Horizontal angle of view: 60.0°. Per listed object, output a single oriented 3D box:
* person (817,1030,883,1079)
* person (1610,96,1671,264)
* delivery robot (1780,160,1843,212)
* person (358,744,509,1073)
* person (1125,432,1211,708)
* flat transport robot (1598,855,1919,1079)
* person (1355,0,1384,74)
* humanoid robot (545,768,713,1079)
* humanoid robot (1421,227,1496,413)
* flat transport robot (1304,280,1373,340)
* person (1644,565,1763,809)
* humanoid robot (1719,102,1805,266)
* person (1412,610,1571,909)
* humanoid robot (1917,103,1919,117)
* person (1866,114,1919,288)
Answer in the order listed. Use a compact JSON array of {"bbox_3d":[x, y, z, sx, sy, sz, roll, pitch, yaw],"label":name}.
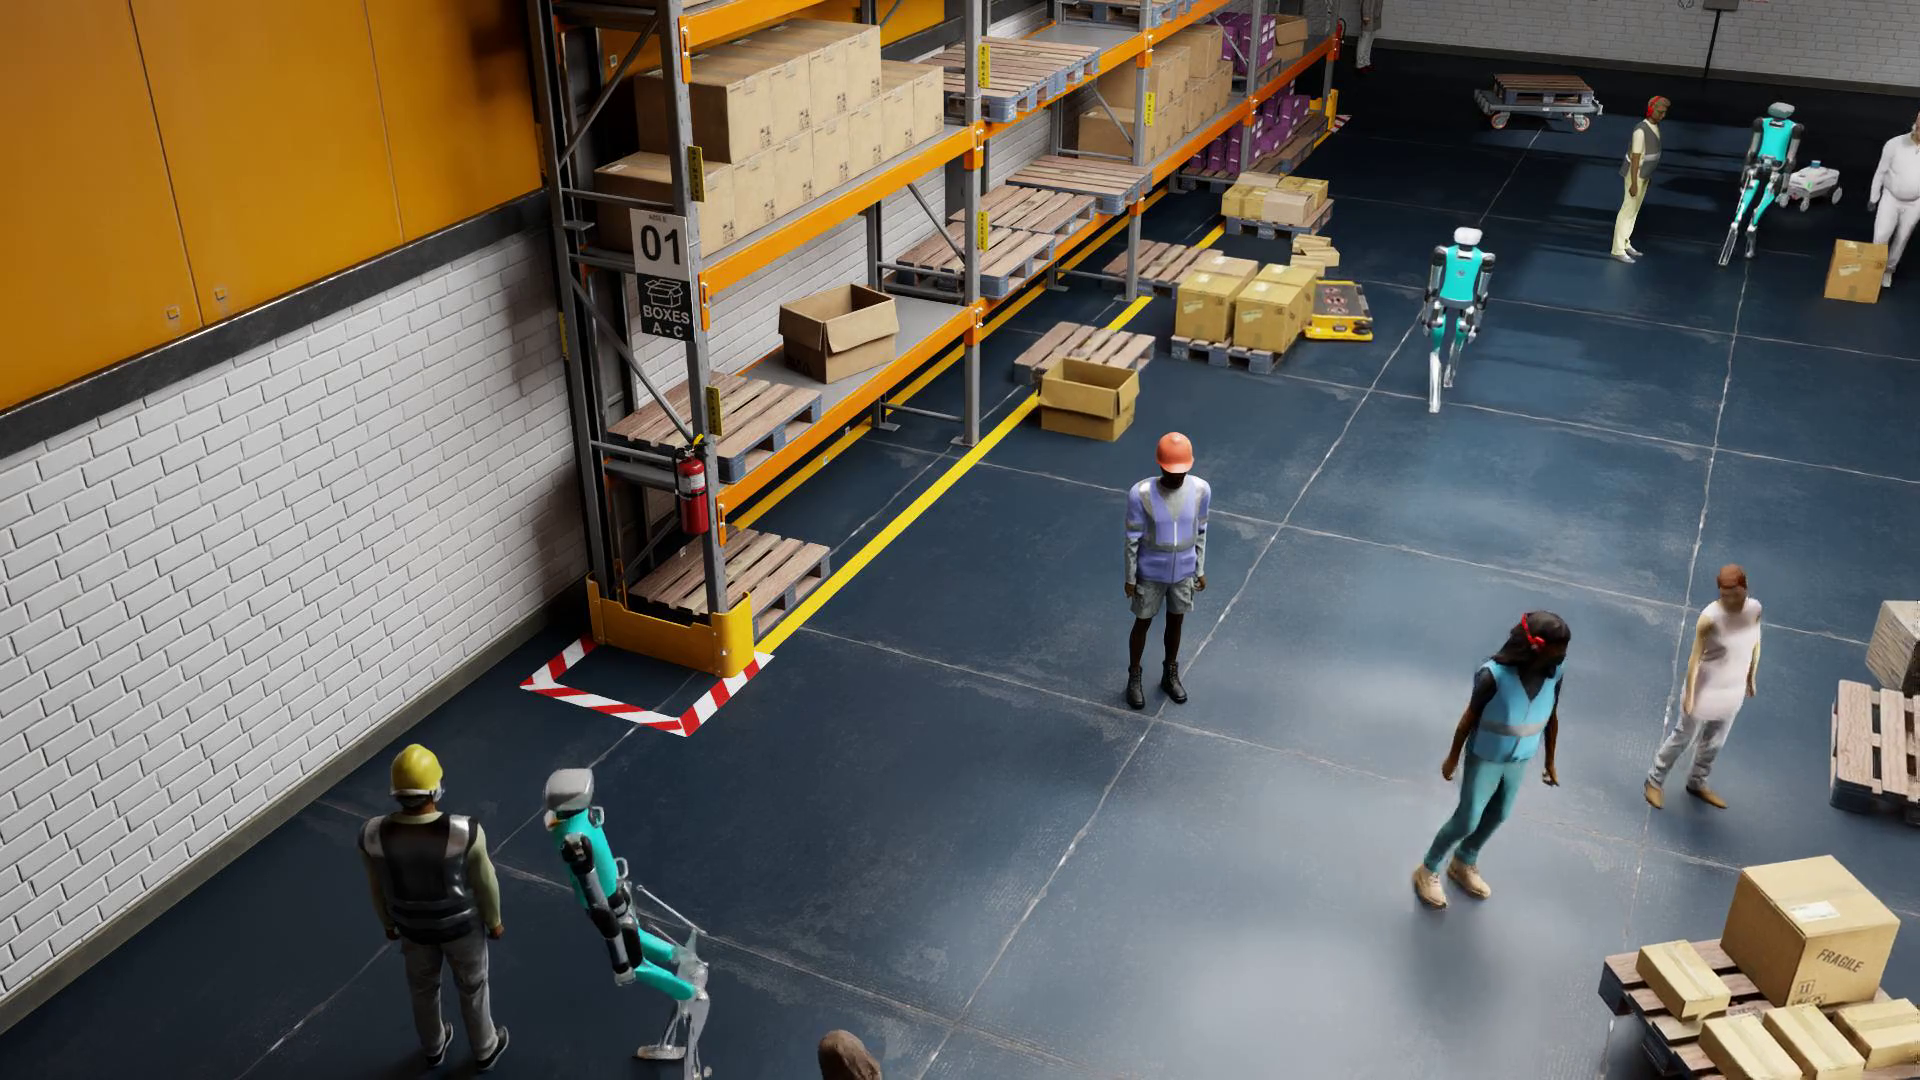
[{"bbox_3d":[-0.320,2.613,6.438,0.648,1.631,0.398,11,30,20],"label":"person"},{"bbox_3d":[7.565,-4.033,18.555,0.388,1.837,0.563,19,34,31],"label":"person"},{"bbox_3d":[10.531,-4.390,20.574,0.805,0.602,0.499,-19,34,-31],"label":"delivery robot"},{"bbox_3d":[-2.450,1.760,7.833,0.593,1.821,0.403,0,28,0],"label":"person"},{"bbox_3d":[1.320,0.195,10.611,0.550,1.934,0.373,-6,29,-11],"label":"person"},{"bbox_3d":[3.893,2.568,7.966,0.659,0.231,1.431,-6,29,-10],"label":"flat transport robot"},{"bbox_3d":[6.639,-8.482,26.808,0.365,1.836,0.514,21,35,34],"label":"person"},{"bbox_3d":[-1.457,1.823,7.840,0.814,1.803,0.559,-9,30,-16],"label":"humanoid robot"},{"bbox_3d":[4.450,-2.040,14.999,0.557,1.793,0.936,8,29,15],"label":"humanoid robot"},{"bbox_3d":[3.850,-2.398,17.174,0.659,0.231,1.431,3,28,5],"label":"flat transport robot"},{"bbox_3d":[4.376,0.852,9.709,0.518,1.639,0.357,-8,29,-15],"label":"person"},{"bbox_3d":[8.792,-3.844,18.378,0.531,1.865,0.761,24,37,37],"label":"humanoid robot"},{"bbox_3d":[2.893,1.163,8.918,0.580,1.836,0.435,-7,29,-12],"label":"person"},{"bbox_3d":[12.461,-5.502,21.466,0.637,1.641,0.612,6,29,11],"label":"humanoid robot"},{"bbox_3d":[9.998,-3.553,17.607,0.664,1.886,0.675,11,30,19],"label":"person"}]
